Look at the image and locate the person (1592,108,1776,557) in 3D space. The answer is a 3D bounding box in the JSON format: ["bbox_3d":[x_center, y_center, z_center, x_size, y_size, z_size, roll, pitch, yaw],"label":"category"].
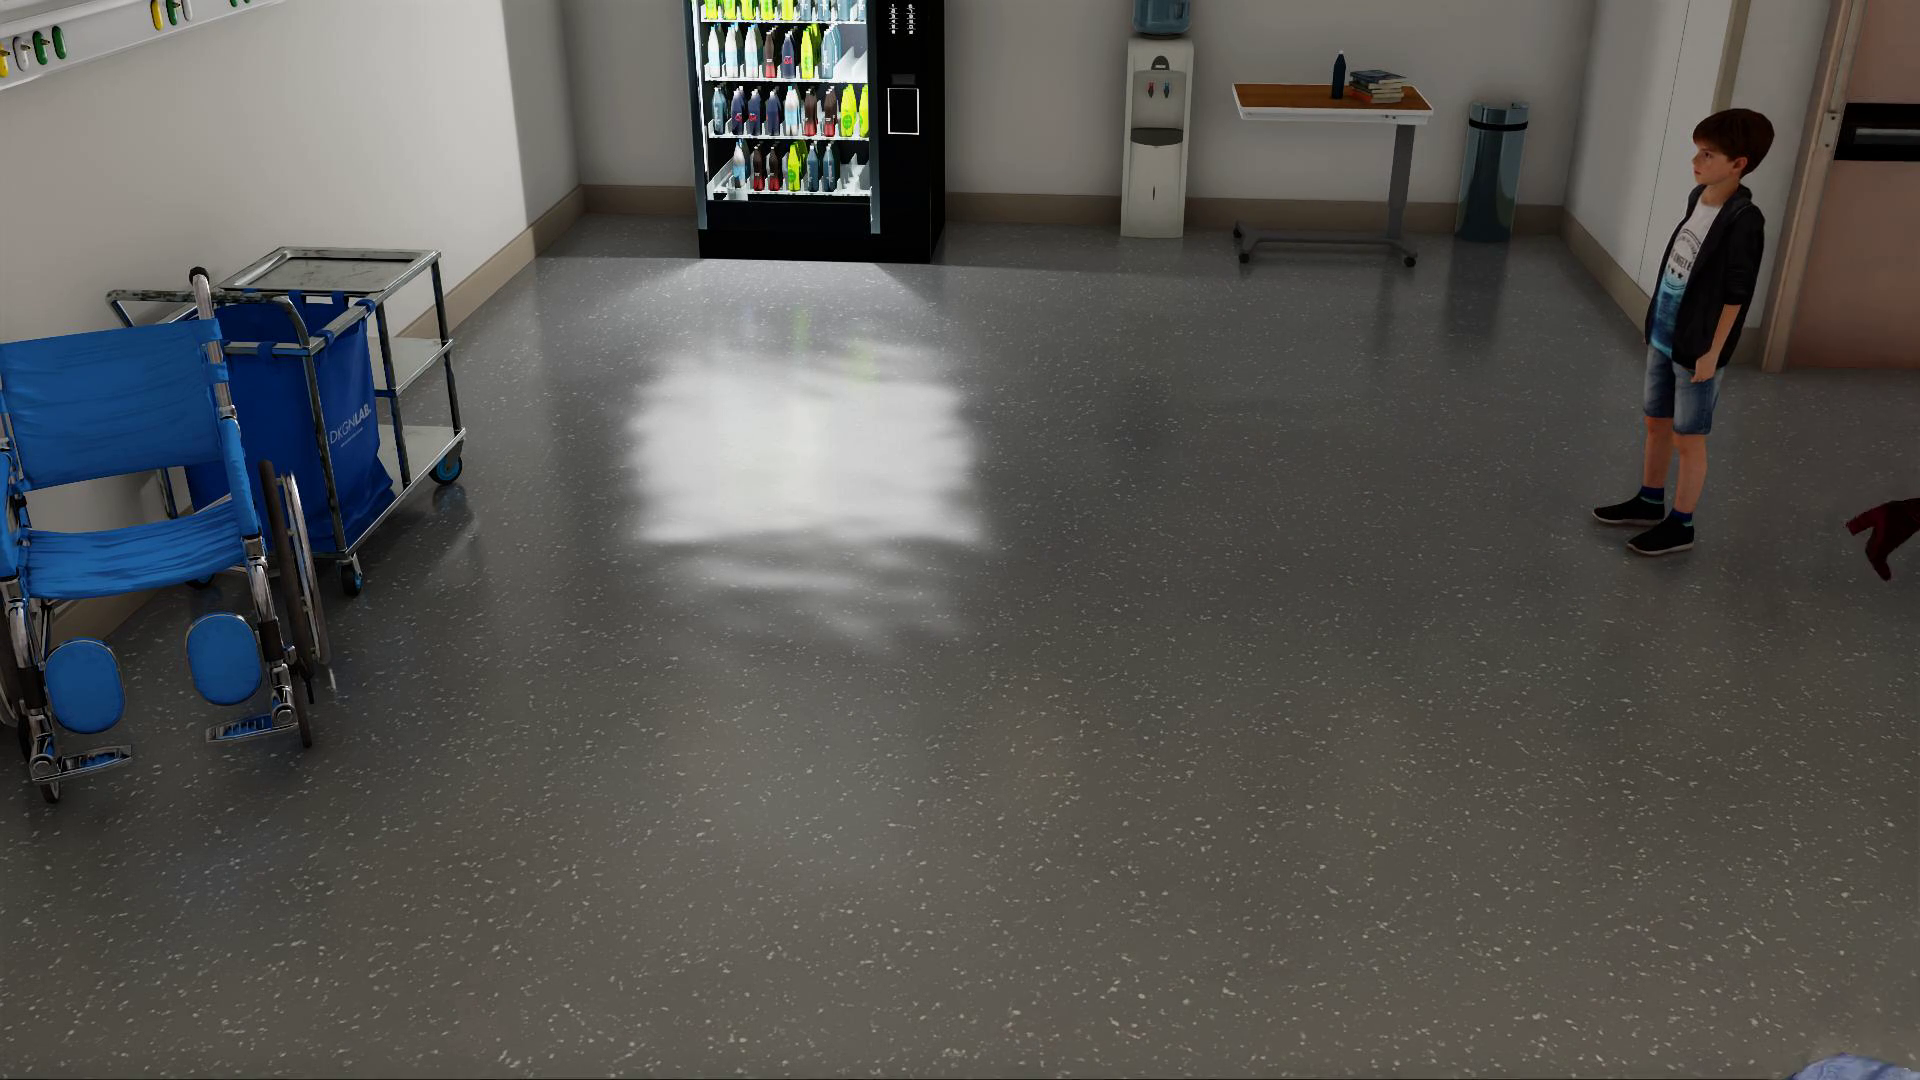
[{"bbox_3d":[2.364,-0.664,5.370,0.579,1.447,0.579,-3,26,-7],"label":"person"}]
